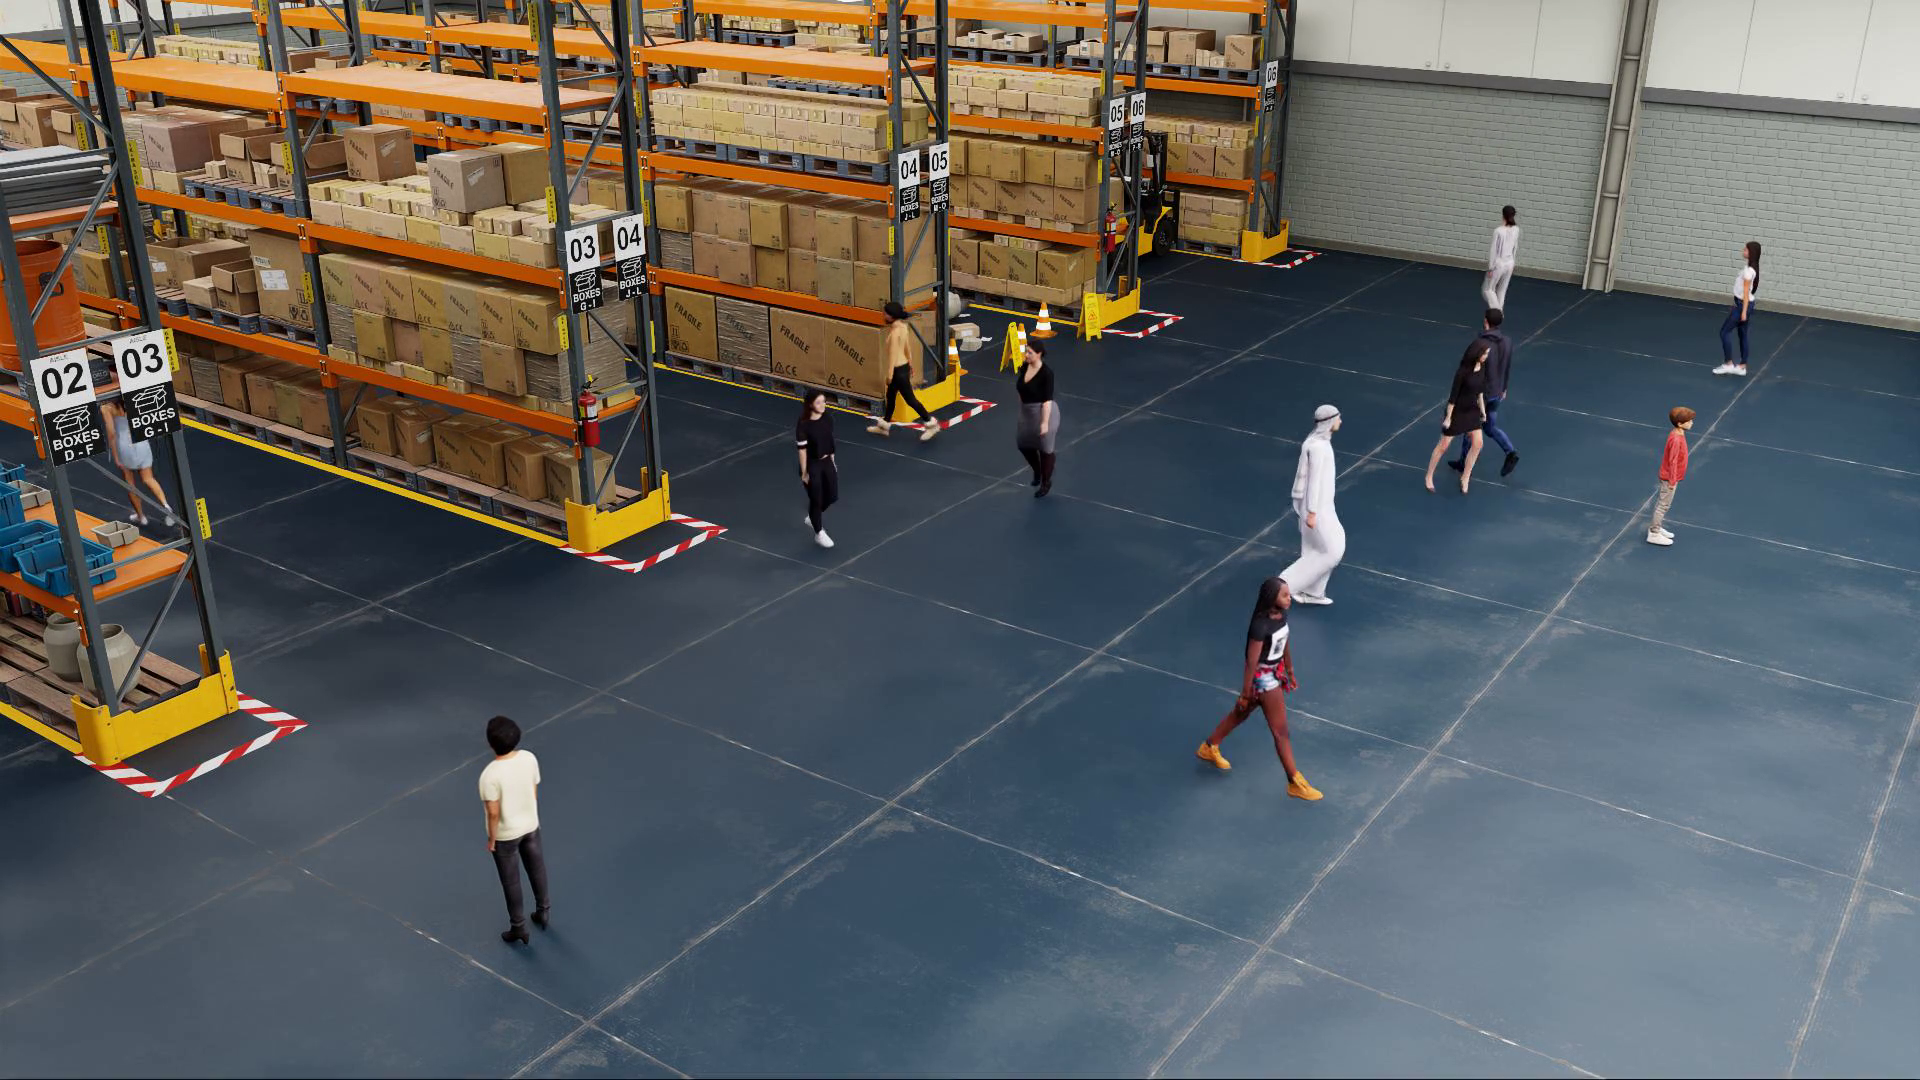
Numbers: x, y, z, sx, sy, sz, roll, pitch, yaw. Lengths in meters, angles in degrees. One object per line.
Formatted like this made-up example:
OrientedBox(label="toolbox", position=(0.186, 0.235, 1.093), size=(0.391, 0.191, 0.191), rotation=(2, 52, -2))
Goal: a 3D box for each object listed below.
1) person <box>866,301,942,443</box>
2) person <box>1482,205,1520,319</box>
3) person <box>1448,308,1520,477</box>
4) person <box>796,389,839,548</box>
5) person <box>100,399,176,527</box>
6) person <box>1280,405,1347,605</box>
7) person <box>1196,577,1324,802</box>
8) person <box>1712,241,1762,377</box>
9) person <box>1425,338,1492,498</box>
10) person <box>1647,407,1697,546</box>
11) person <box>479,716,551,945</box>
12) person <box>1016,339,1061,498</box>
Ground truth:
OrientedBox(label="person", position=(-0.608, -1.933, 19.241), size=(1.228, 1.629, 0.965), rotation=(3, 23, 7))
OrientedBox(label="person", position=(7.705, -3.836, 23.547), size=(0.800, 1.760, 0.862), rotation=(-5, 24, -12))
OrientedBox(label="person", position=(5.786, -1.557, 18.055), size=(0.981, 1.864, 1.193), rotation=(-13, 26, -29))
OrientedBox(label="person", position=(-1.455, -0.737, 16.423), size=(0.697, 1.633, 0.663), rotation=(21, 31, 40))
OrientedBox(label="person", position=(-8.265, -0.888, 16.684), size=(0.975, 1.707, 0.581), rotation=(16, 28, 33))
OrientedBox(label="person", position=(3.140, -0.305, 15.045), size=(0.908, 1.917, 0.834), rotation=(7, 24, 15))
OrientedBox(label="person", position=(2.122, 1.056, 12.166), size=(1.270, 1.665, 0.704), rotation=(12, 26, 26))
OrientedBox(label="person", position=(10.228, -2.973, 21.515), size=(0.620, 1.762, 0.621), rotation=(14, 27, 30))
OrientedBox(label="person", position=(5.259, -1.304, 17.598), size=(0.780, 1.756, 0.896), rotation=(-11, 26, -25))
OrientedBox(label="person", position=(7.045, -0.656, 16.510), size=(0.538, 1.415, 0.551), rotation=(8, 24, 19))
OrientedBox(label="person", position=(-2.804, 1.820, 10.469), size=(0.486, 1.587, 0.603), rotation=(18, 29, 35))
OrientedBox(label="person", position=(0.902, -1.302, 17.610), size=(0.797, 1.743, 0.696), rotation=(-19, 30, -38))
